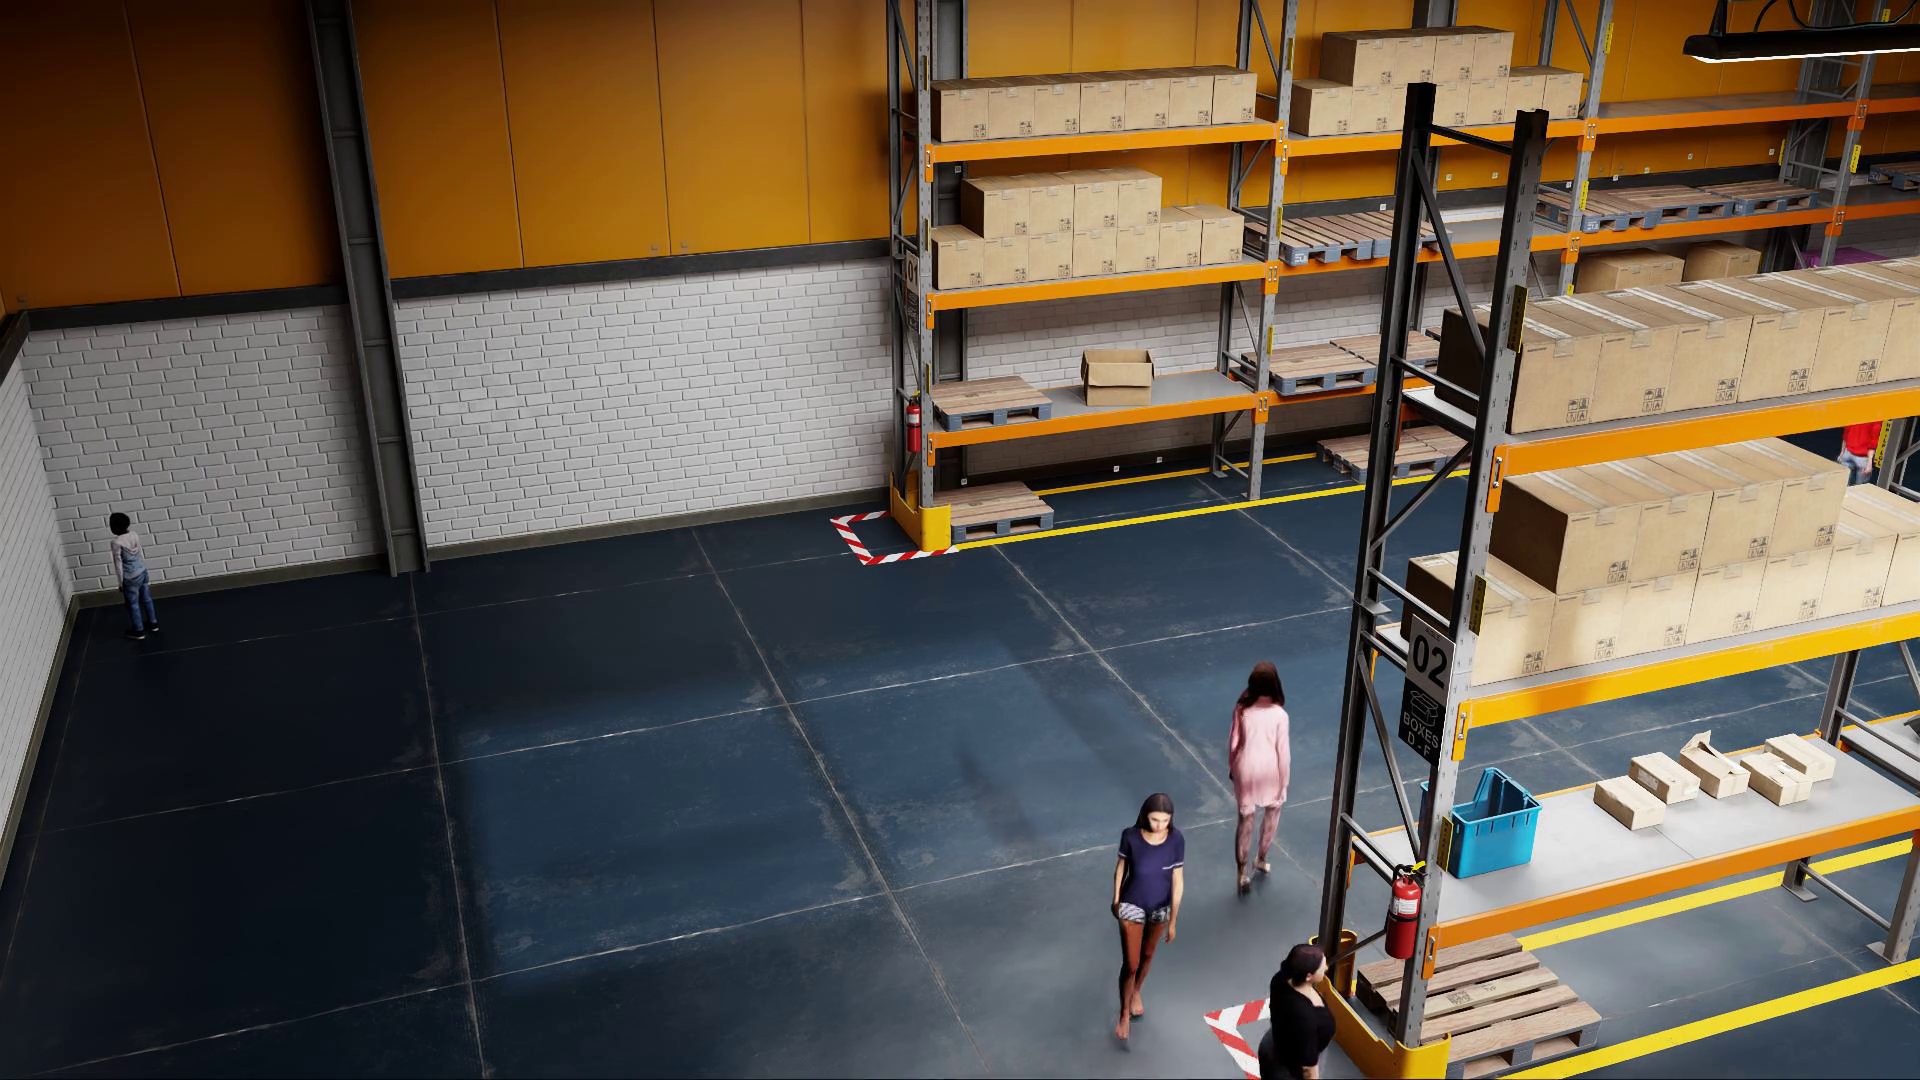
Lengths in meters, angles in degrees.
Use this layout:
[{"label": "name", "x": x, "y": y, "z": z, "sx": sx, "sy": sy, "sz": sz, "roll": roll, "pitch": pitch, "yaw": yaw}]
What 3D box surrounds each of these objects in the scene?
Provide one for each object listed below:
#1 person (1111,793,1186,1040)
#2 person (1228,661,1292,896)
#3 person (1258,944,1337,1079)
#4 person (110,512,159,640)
[{"label": "person", "x": 1.196, "y": 2.311, "z": 10.730, "sx": 0.747, "sy": 1.740, "sz": 0.760, "roll": 0, "pitch": 24, "yaw": 1}, {"label": "person", "x": 2.108, "y": 1.762, "z": 11.937, "sx": 0.801, "sy": 1.779, "sz": 0.860, "roll": 11, "pitch": 26, "yaw": 23}, {"label": "person", "x": 1.742, "y": 2.961, "z": 9.234, "sx": 0.729, "sy": 1.746, "sz": 0.757, "roll": -1, "pitch": 24, "yaw": -1}, {"label": "person", "x": -7.908, "y": 0.324, "z": 15.876, "sx": 0.609, "sy": 1.258, "sz": 0.558, "roll": 7, "pitch": 25, "yaw": 15}]
